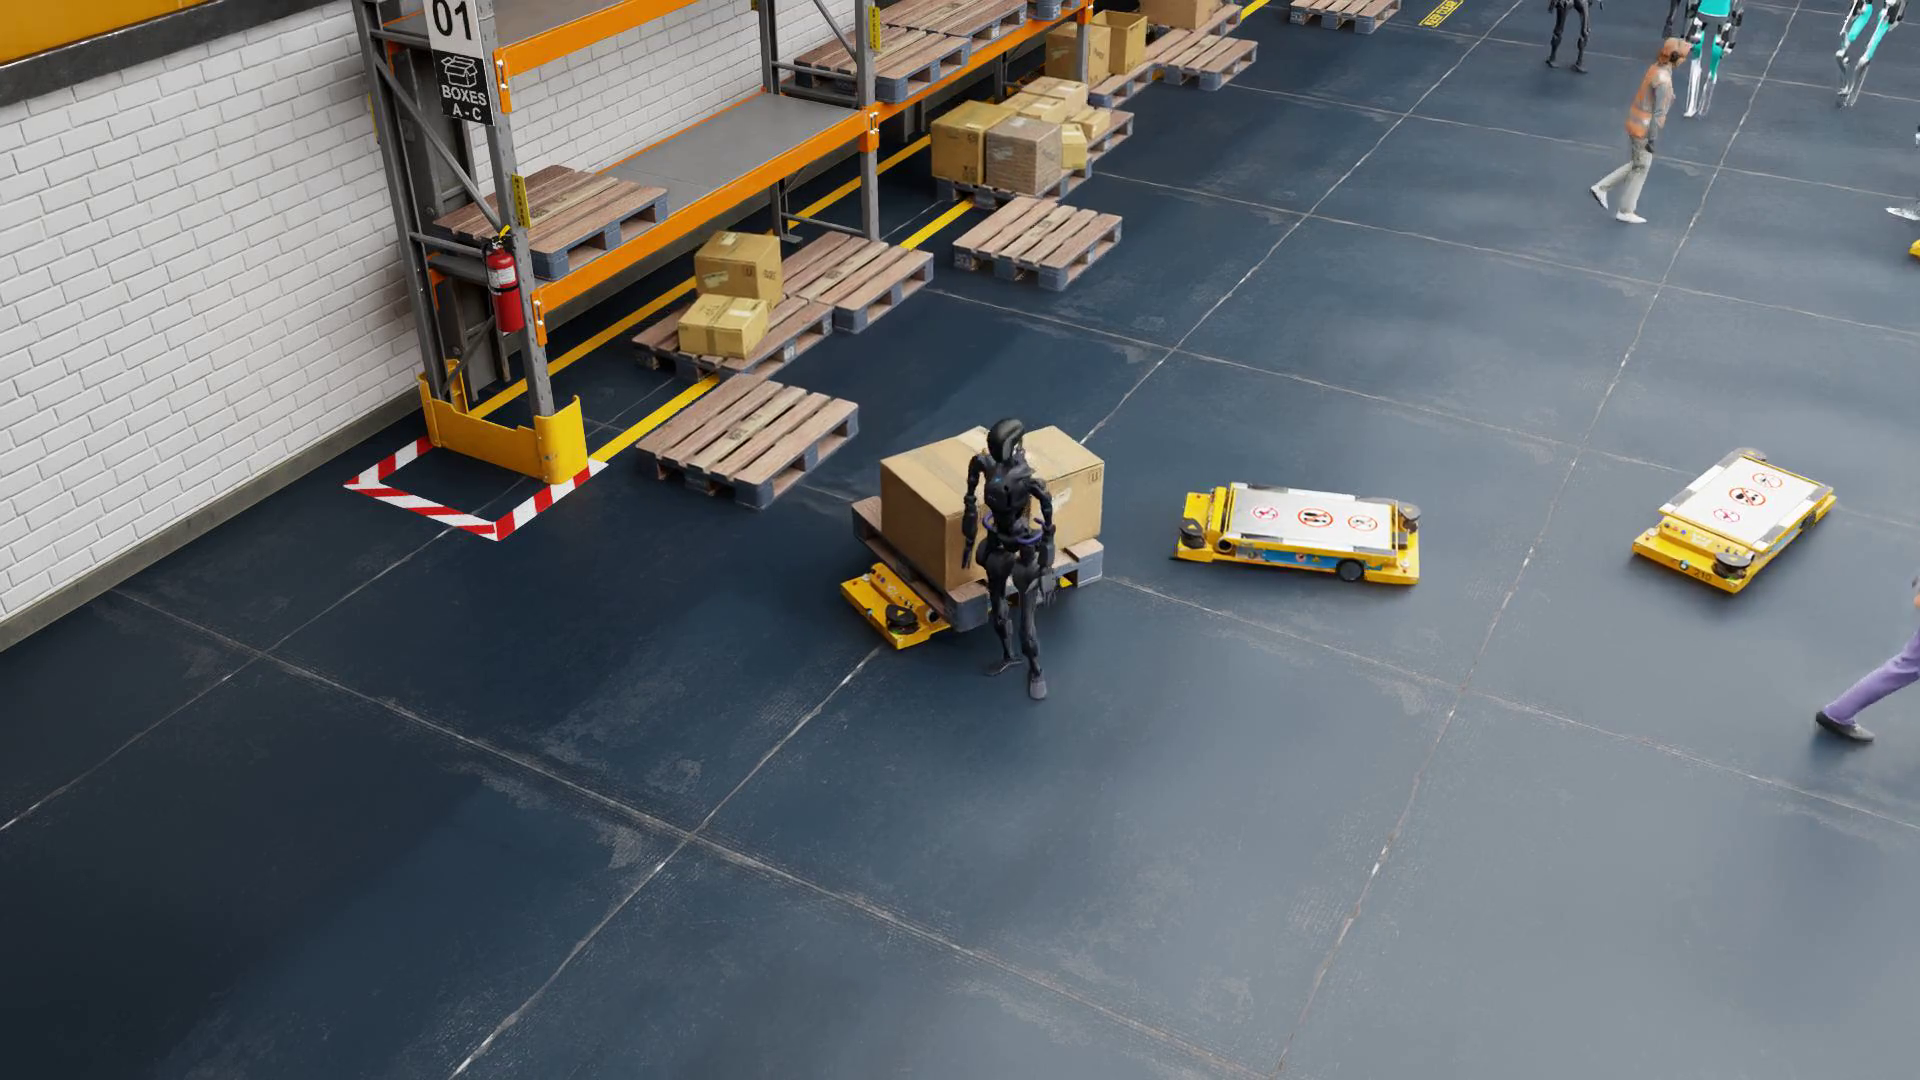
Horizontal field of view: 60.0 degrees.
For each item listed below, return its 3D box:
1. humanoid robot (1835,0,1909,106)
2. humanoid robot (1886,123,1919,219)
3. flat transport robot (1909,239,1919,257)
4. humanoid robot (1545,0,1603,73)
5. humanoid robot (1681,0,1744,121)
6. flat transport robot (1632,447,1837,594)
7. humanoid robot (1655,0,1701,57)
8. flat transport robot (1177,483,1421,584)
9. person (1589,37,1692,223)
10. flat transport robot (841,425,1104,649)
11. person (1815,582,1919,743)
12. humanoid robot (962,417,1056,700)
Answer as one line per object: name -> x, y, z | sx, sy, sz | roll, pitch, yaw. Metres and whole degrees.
humanoid robot -> 9.265, -5.292, 16.926 | 0.543, 1.891, 0.745 | 28, 42, 35
humanoid robot -> 8.525, -3.437, 14.025 | 0.546, 1.775, 0.962 | -18, 37, -25
flat transport robot -> 8.676, -2.611, 14.099 | 1.431, 0.231, 0.659 | -28, 43, -36
humanoid robot -> 6.583, -5.823, 17.688 | 0.599, 1.640, 0.557 | -5, 34, -8
humanoid robot -> 7.381, -4.897, 16.327 | 0.529, 1.897, 0.765 | 22, 39, 30
flat transport robot -> 4.851, -0.144, 10.365 | 1.431, 0.231, 0.659 | -28, 43, -35
humanoid robot -> 8.016, -6.144, 18.201 | 0.615, 1.626, 0.769 | 26, 41, 33
flat transport robot -> 2.087, -0.049, 10.223 | 1.431, 0.231, 0.659 | 7, 34, 10
person -> 5.823, -3.496, 14.214 | 0.457, 1.621, 0.517 | 8, 34, 11
flat transport robot -> 0.073, 0.191, 9.859 | 1.431, 0.231, 0.659 | -20, 38, -27
person -> 4.934, 0.361, 8.225 | 0.933, 1.789, 0.583 | 19, 38, 26
humanoid robot -> 0.267, 0.071, 8.765 | 0.610, 1.646, 0.323 | 22, 39, 30
